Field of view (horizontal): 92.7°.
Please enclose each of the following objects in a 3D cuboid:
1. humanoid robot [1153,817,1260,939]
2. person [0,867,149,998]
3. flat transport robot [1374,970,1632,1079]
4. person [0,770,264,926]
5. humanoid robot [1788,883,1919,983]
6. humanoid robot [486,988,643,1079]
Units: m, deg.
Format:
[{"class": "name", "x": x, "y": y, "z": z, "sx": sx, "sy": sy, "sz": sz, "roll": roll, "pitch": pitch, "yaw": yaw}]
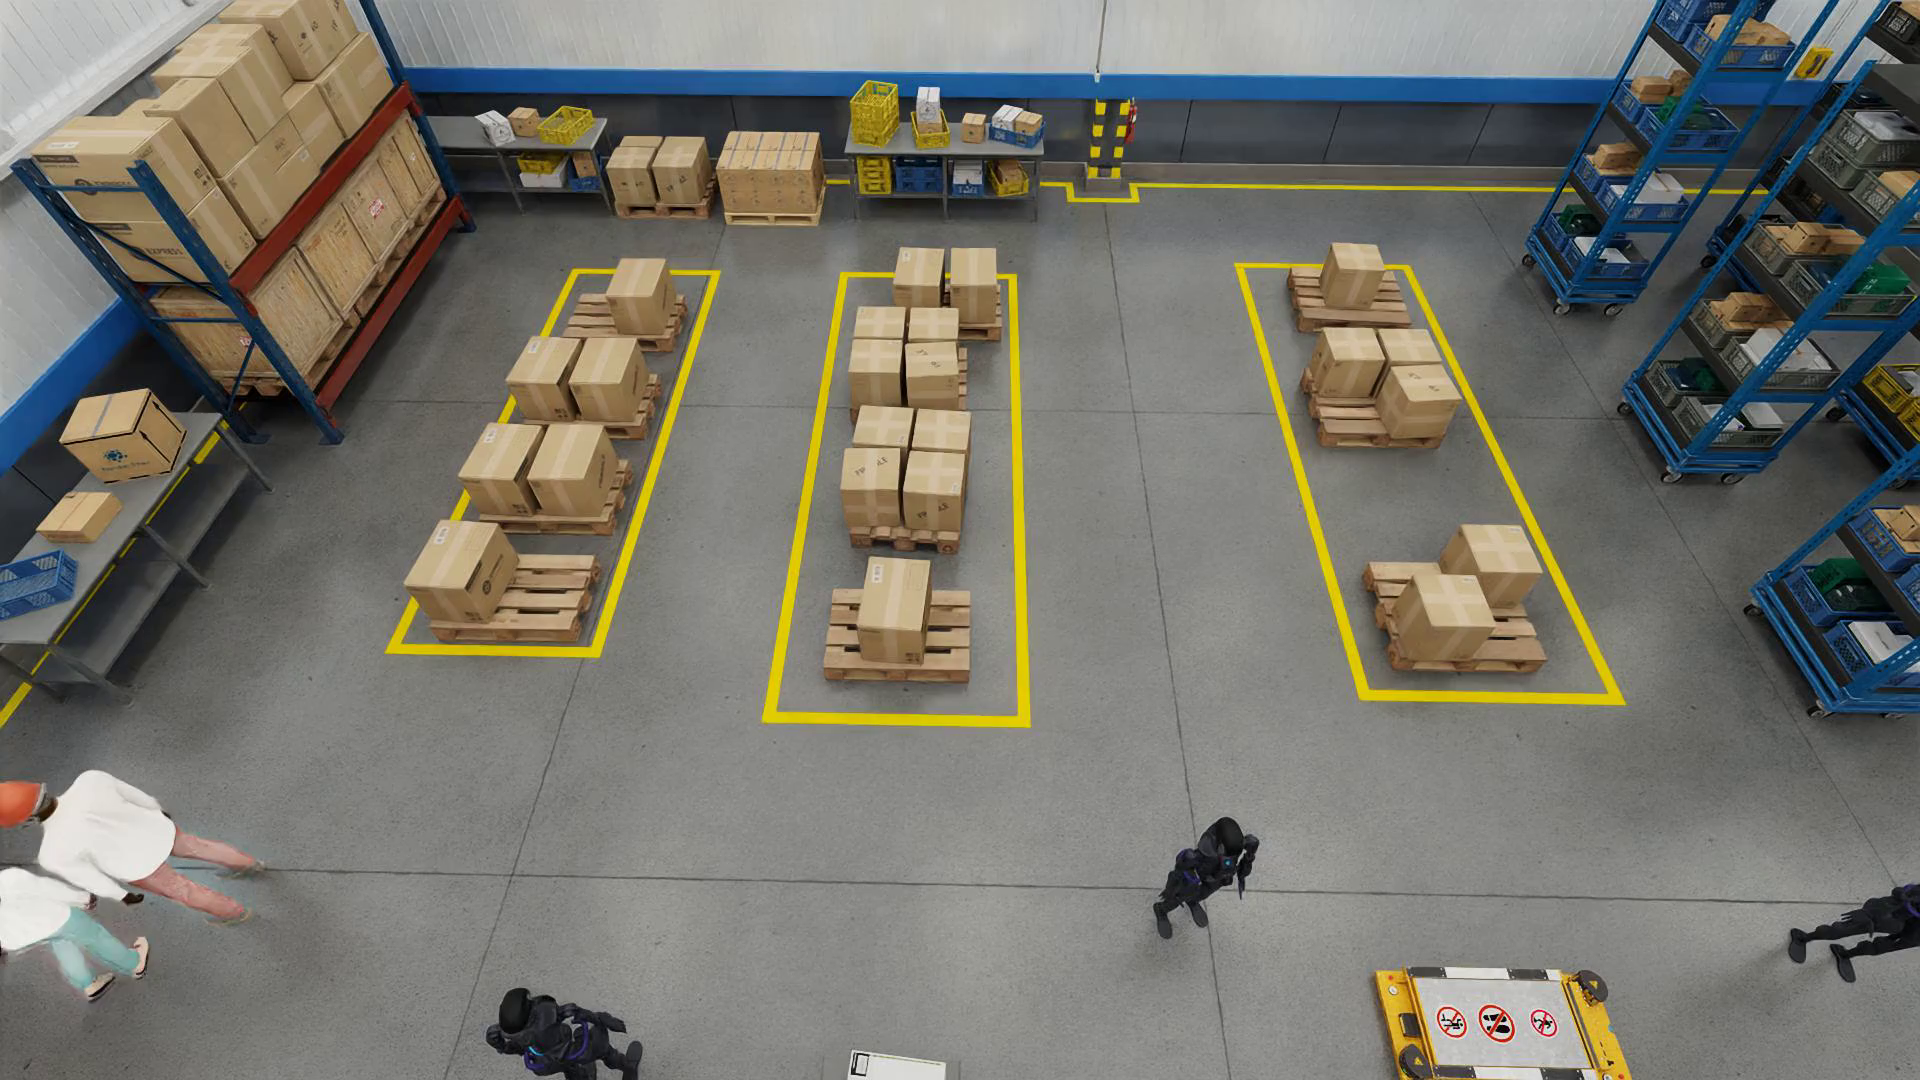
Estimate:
[{"class": "humanoid robot", "x": 1.561, "y": 2.151, "z": 5.822, "sx": 0.564, "sy": 1.652, "sz": 0.325, "roll": -11, "pitch": 52, "yaw": -9}, {"class": "person", "x": -5.677, "y": 2.326, "z": 5.629, "sx": 0.531, "sy": 1.747, "sz": 0.406, "roll": -21, "pitch": 54, "yaw": -16}, {"class": "flat transport robot", "x": 3.501, "y": 3.133, "z": 5.914, "sx": 1.431, "sy": 0.197, "sz": 0.652, "roll": 1, "pitch": 51, "yaw": 1}, {"class": "person", "x": -5.216, "y": 1.961, "z": 5.788, "sx": 0.424, "sy": 1.975, "sz": 0.619, "roll": -3, "pitch": 51, "yaw": -2}, {"class": "humanoid robot", "x": 5.900, "y": 2.361, "z": 5.651, "sx": 0.573, "sy": 1.652, "sz": 0.328, "roll": 19, "pitch": 53, "yaw": 15}, {"class": "humanoid robot", "x": -2.261, "y": 2.860, "z": 5.236, "sx": 0.599, "sy": 1.657, "sz": 0.325, "roll": -13, "pitch": 52, "yaw": -10}]
